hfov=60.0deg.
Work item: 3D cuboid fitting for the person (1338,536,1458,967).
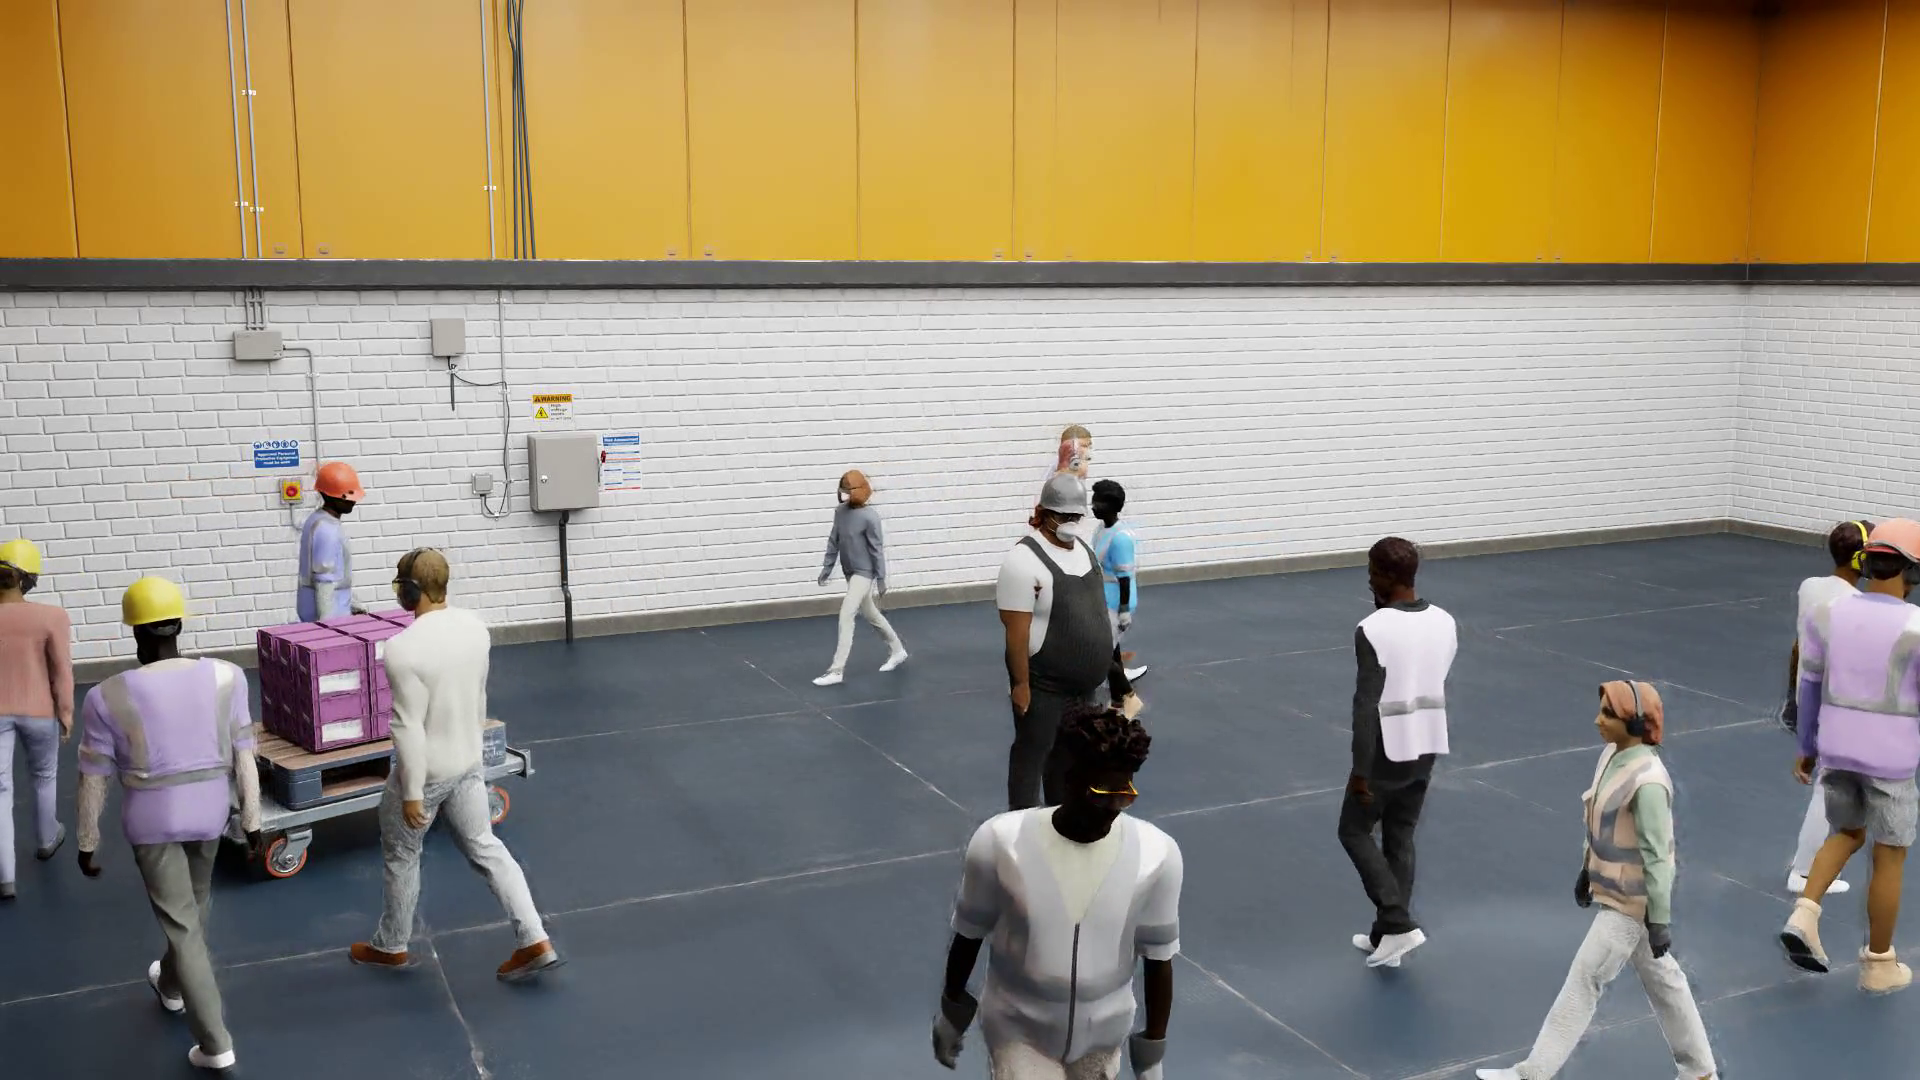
[{"bbox_3d":[1.923,0.931,7.269,0.598,1.888,0.438,-5,11,-30],"label":"person"}]

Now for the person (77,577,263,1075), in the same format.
[{"bbox_3d":[-3.079,1.069,6.453,0.612,1.868,1.007,-9,13,-44],"label":"person"}]

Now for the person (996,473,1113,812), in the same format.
[{"bbox_3d":[0.526,0.658,8.484,0.536,2.000,0.684,8,12,40],"label":"person"}]

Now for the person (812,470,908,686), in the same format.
[{"bbox_3d":[-0.720,0.252,12.392,0.864,1.589,0.503,-6,11,-34],"label":"person"}]

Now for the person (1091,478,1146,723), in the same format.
[{"bbox_3d":[0.985,0.433,10.992,0.362,1.689,0.543,-1,9,-6],"label":"person"}]

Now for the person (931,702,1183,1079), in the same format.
[{"bbox_3d":[0.268,1.352,4.656,0.664,1.892,0.989,-1,9,-7],"label":"person"}]

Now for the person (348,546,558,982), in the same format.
[{"bbox_3d":[-2.175,0.961,7.082,1.011,1.897,0.646,4,10,21],"label":"person"}]

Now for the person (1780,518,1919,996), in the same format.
[{"bbox_3d":[3.821,0.915,6.981,0.609,2.011,0.680,-5,11,-30],"label":"person"}]

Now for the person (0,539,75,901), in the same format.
[{"bbox_3d":[-4.685,0.859,8.234,0.576,1.715,0.862,-4,10,-25],"label":"person"}]

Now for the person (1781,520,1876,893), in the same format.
[{"bbox_3d":[4.290,0.817,8.083,0.508,1.850,0.550,-1,9,-6],"label":"person"}]

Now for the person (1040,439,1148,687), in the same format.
[{"bbox_3d":[0.854,0.222,11.723,0.982,1.857,0.676,0,9,2],"label":"person"}]

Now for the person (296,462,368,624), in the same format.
[{"bbox_3d":[-3.761,0.457,10.156,0.663,1.899,0.585,-6,11,-31],"label":"person"}]

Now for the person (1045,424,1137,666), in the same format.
[{"bbox_3d":[0.907,0.093,12.449,0.958,1.899,0.655,2,9,11],"label":"person"}]

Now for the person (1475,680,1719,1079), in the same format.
[{"bbox_3d":[2.373,1.279,6.000,0.886,1.587,0.533,2,9,10],"label":"person"}]
